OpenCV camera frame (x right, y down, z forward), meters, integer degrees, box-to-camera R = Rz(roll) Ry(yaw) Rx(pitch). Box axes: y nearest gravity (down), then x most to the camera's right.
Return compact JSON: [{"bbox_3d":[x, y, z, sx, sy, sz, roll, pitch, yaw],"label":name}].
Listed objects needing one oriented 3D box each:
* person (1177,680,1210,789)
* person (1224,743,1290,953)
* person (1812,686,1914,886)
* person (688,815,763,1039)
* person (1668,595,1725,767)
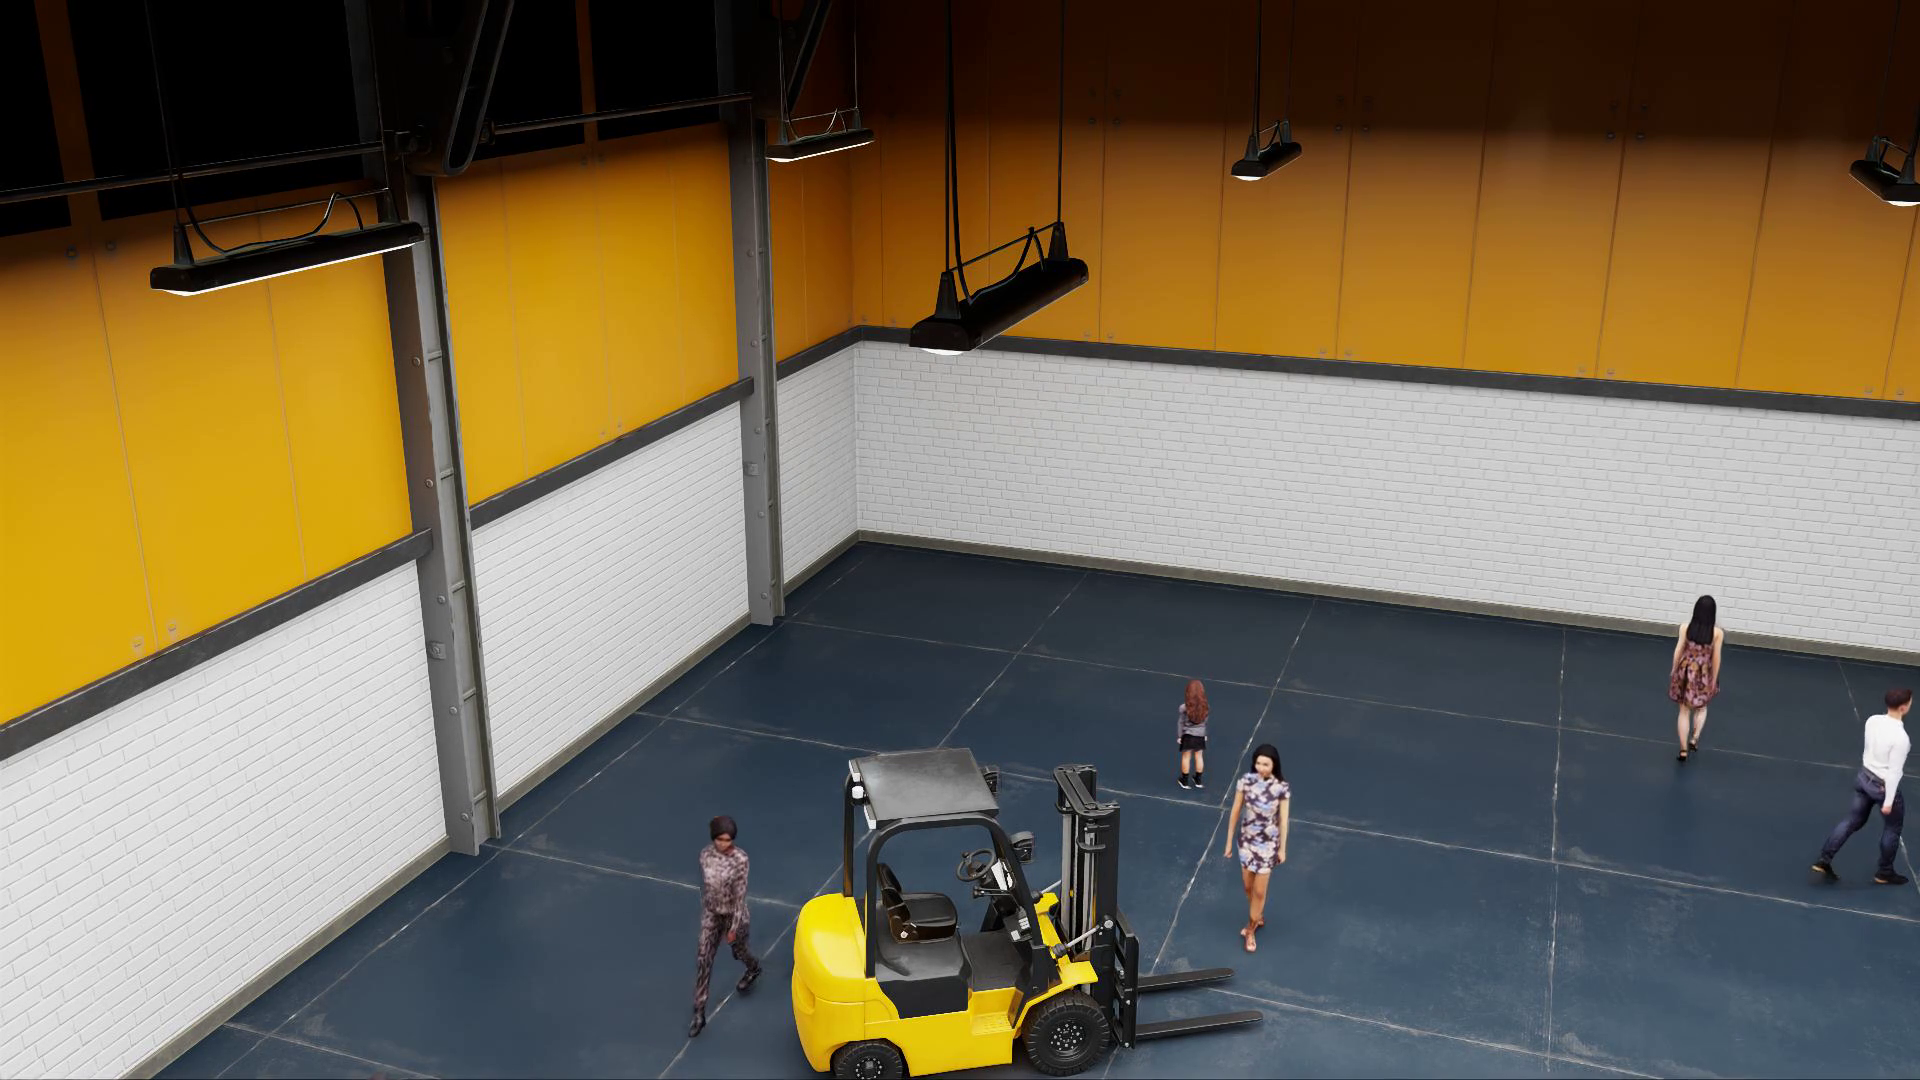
[{"bbox_3d":[2.257,1.871,16.125,0.531,1.107,0.574,-6,19,-16],"label":"person"},{"bbox_3d":[2.429,2.446,13.444,0.633,1.728,0.670,9,21,24],"label":"person"},{"bbox_3d":[7.764,2.112,14.239,1.076,1.853,1.144,-4,19,-12],"label":"person"},{"bbox_3d":[-1.694,2.808,12.455,0.602,1.673,1.143,8,20,23],"label":"person"},{"bbox_3d":[7.264,1.414,16.459,0.630,1.760,0.718,7,20,20],"label":"person"}]
